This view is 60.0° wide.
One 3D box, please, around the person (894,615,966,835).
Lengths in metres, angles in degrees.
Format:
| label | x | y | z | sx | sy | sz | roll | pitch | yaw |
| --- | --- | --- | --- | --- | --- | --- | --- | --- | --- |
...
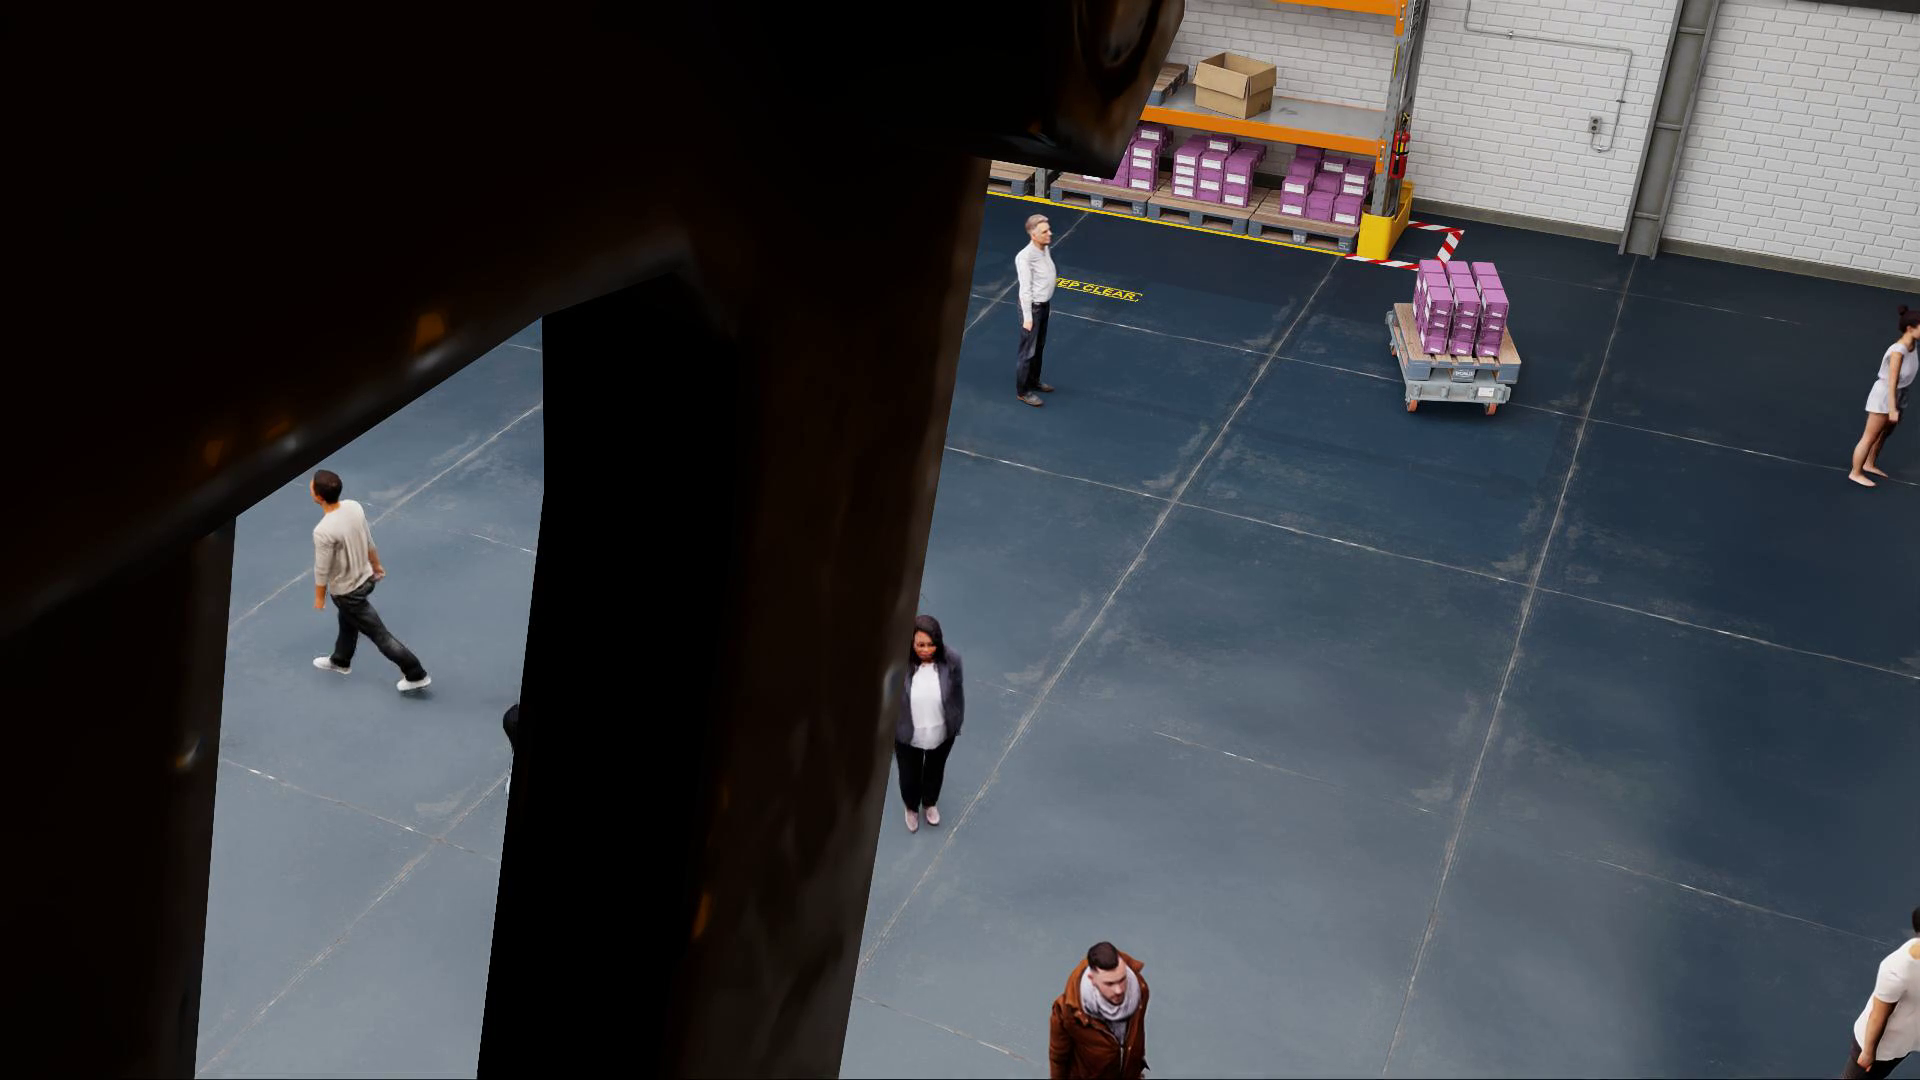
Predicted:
| label | x | y | z | sx | sy | sz | roll | pitch | yaw |
| --- | --- | --- | --- | --- | --- | --- | --- | --- | --- |
| person | -0.242 | 1.129 | 10.631 | 0.795 | 1.590 | 0.871 | -7 | 34 | -11 |

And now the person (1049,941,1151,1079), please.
| label | x | y | z | sx | sy | sz | roll | pitch | yaw |
| --- | --- | --- | --- | --- | --- | --- | --- | --- | --- |
| person | 0.665 | 2.646 | 8.124 | 0.850 | 1.839 | 0.890 | -18 | 38 | -25 |

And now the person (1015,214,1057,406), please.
| label | x | y | z | sx | sy | sz | roll | pitch | yaw |
| --- | --- | --- | --- | --- | --- | --- | --- | --- | --- |
| person | 0.689 | -2.156 | 15.367 | 0.549 | 1.820 | 0.638 | 15 | 36 | 21 |

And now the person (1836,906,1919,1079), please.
| label | x | y | z | sx | sy | sz | roll | pitch | yaw |
| --- | --- | --- | --- | --- | --- | --- | --- | --- | --- |
| person | 4.733 | 2.486 | 8.470 | 0.706 | 1.722 | 0.716 | -20 | 38 | -27 |

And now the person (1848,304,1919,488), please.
| label | x | y | z | sx | sy | sz | roll | pitch | yaw |
| --- | --- | --- | --- | --- | --- | --- | --- | --- | --- |
| person | 7.879 | -1.232 | 14.158 | 0.656 | 1.618 | 0.677 | -28 | 43 | -35 |

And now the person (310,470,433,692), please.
| label | x | y | z | sx | sy | sz | roll | pitch | yaw |
| --- | --- | --- | --- | --- | --- | --- | --- | --- | --- |
| person | -4.169 | 0.339 | 11.660 | 1.259 | 1.766 | 0.856 | 7 | 34 | 10 |
